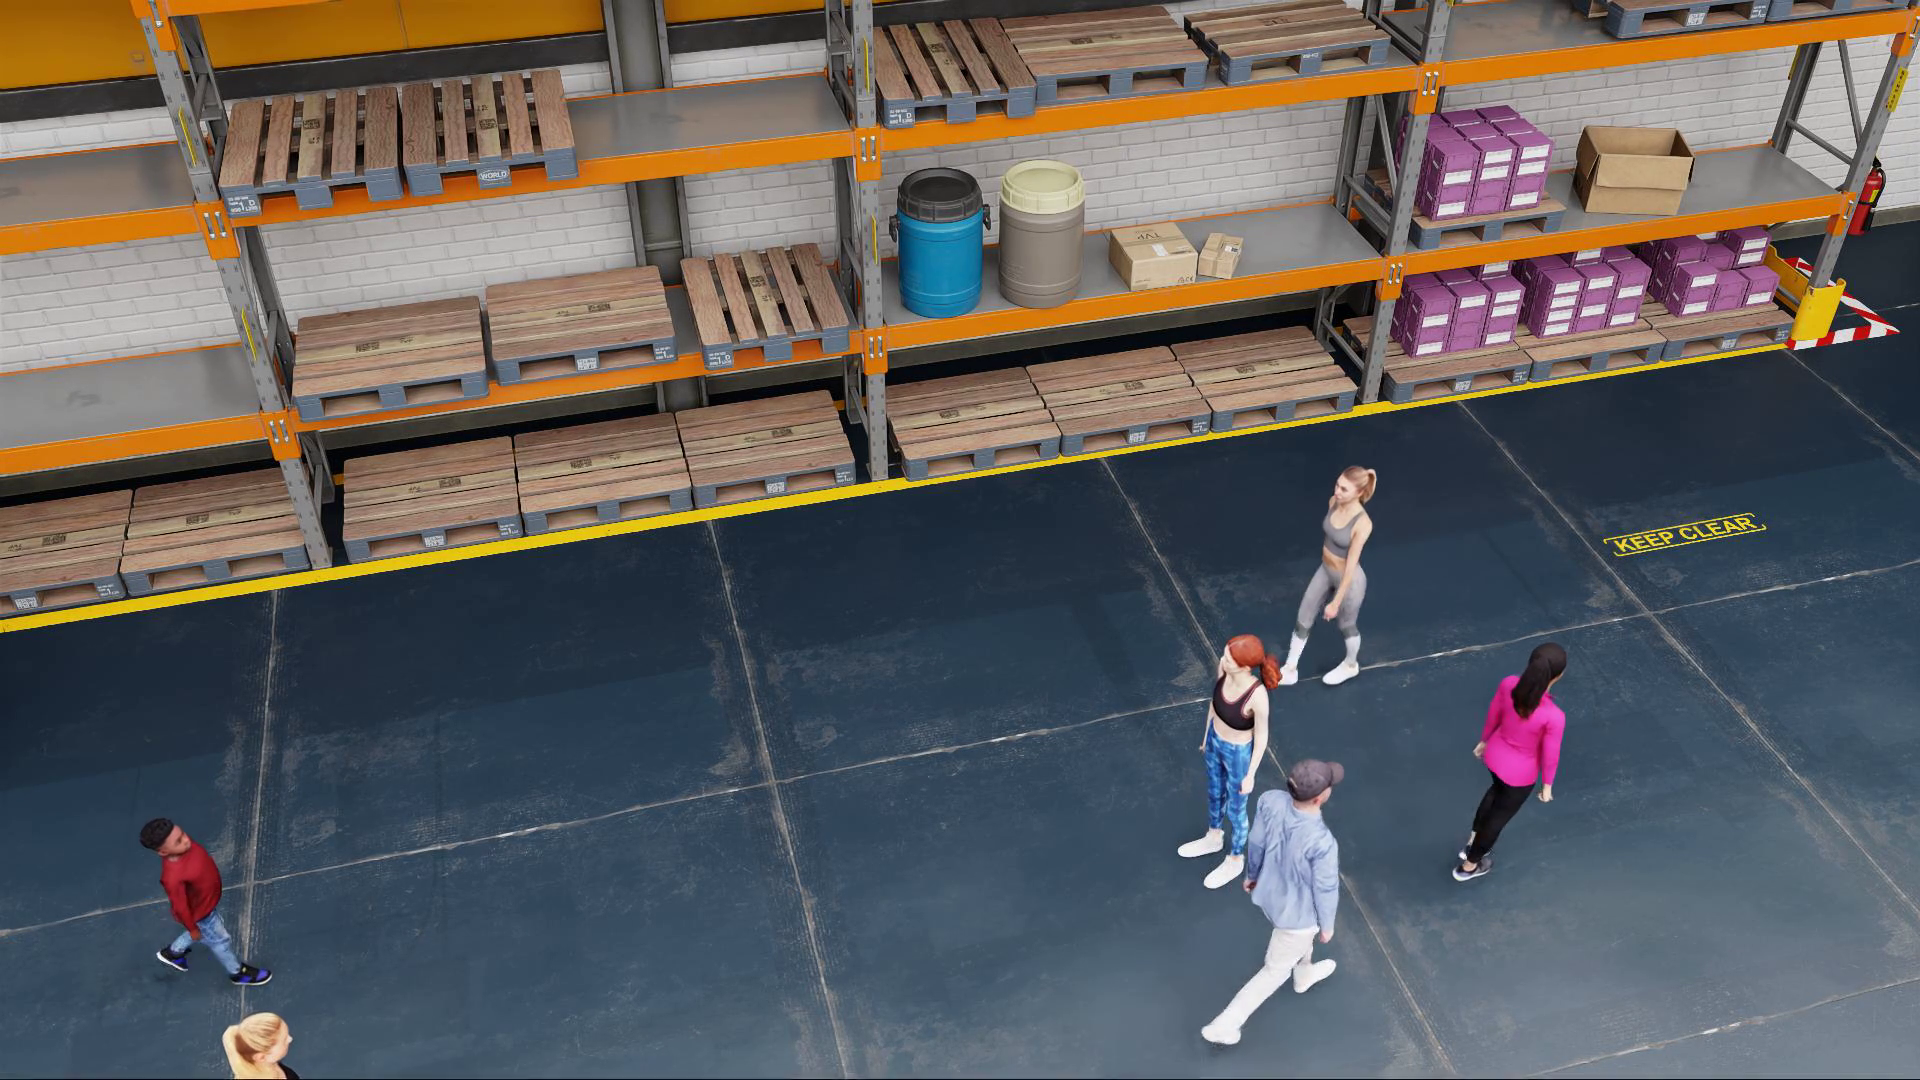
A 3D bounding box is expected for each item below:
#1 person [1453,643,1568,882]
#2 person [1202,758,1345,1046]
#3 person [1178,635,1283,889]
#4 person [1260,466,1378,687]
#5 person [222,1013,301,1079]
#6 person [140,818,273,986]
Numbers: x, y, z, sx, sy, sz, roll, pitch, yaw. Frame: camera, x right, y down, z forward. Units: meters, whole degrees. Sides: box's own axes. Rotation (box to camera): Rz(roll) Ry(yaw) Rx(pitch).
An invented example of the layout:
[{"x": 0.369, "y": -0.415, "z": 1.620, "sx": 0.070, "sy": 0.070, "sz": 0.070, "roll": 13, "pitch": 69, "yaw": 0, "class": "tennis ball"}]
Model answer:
[{"x": 2.901, "y": 1.255, "z": 8.962, "sx": 0.692, "sy": 1.687, "sz": 0.687, "roll": -20, "pitch": 43, "yaw": -23, "class": "person"}, {"x": 1.556, "y": 1.792, "z": 8.140, "sx": 1.231, "sy": 1.862, "sz": 0.863, "roll": -19, "pitch": 42, "yaw": -22, "class": "person"}, {"x": 1.462, "y": 1.178, "z": 8.980, "sx": 0.613, "sy": 1.784, "sz": 0.620, "roll": -18, "pitch": 42, "yaw": -21, "class": "person"}, {"x": 2.413, "y": 0.241, "z": 10.233, "sx": 0.949, "sy": 1.674, "sz": 0.681, "roll": -18, "pitch": 42, "yaw": -21, "class": "person"}, {"x": -2.833, "y": 2.623, "z": 7.109, "sx": 0.620, "sy": 1.851, "sz": 0.667, "roll": -20, "pitch": 43, "yaw": -23, "class": "person"}, {"x": -3.975, "y": 1.869, "z": 8.543, "sx": 0.753, "sy": 1.241, "sz": 0.506, "roll": -8, "pitch": 39, "yaw": -10, "class": "person"}]
